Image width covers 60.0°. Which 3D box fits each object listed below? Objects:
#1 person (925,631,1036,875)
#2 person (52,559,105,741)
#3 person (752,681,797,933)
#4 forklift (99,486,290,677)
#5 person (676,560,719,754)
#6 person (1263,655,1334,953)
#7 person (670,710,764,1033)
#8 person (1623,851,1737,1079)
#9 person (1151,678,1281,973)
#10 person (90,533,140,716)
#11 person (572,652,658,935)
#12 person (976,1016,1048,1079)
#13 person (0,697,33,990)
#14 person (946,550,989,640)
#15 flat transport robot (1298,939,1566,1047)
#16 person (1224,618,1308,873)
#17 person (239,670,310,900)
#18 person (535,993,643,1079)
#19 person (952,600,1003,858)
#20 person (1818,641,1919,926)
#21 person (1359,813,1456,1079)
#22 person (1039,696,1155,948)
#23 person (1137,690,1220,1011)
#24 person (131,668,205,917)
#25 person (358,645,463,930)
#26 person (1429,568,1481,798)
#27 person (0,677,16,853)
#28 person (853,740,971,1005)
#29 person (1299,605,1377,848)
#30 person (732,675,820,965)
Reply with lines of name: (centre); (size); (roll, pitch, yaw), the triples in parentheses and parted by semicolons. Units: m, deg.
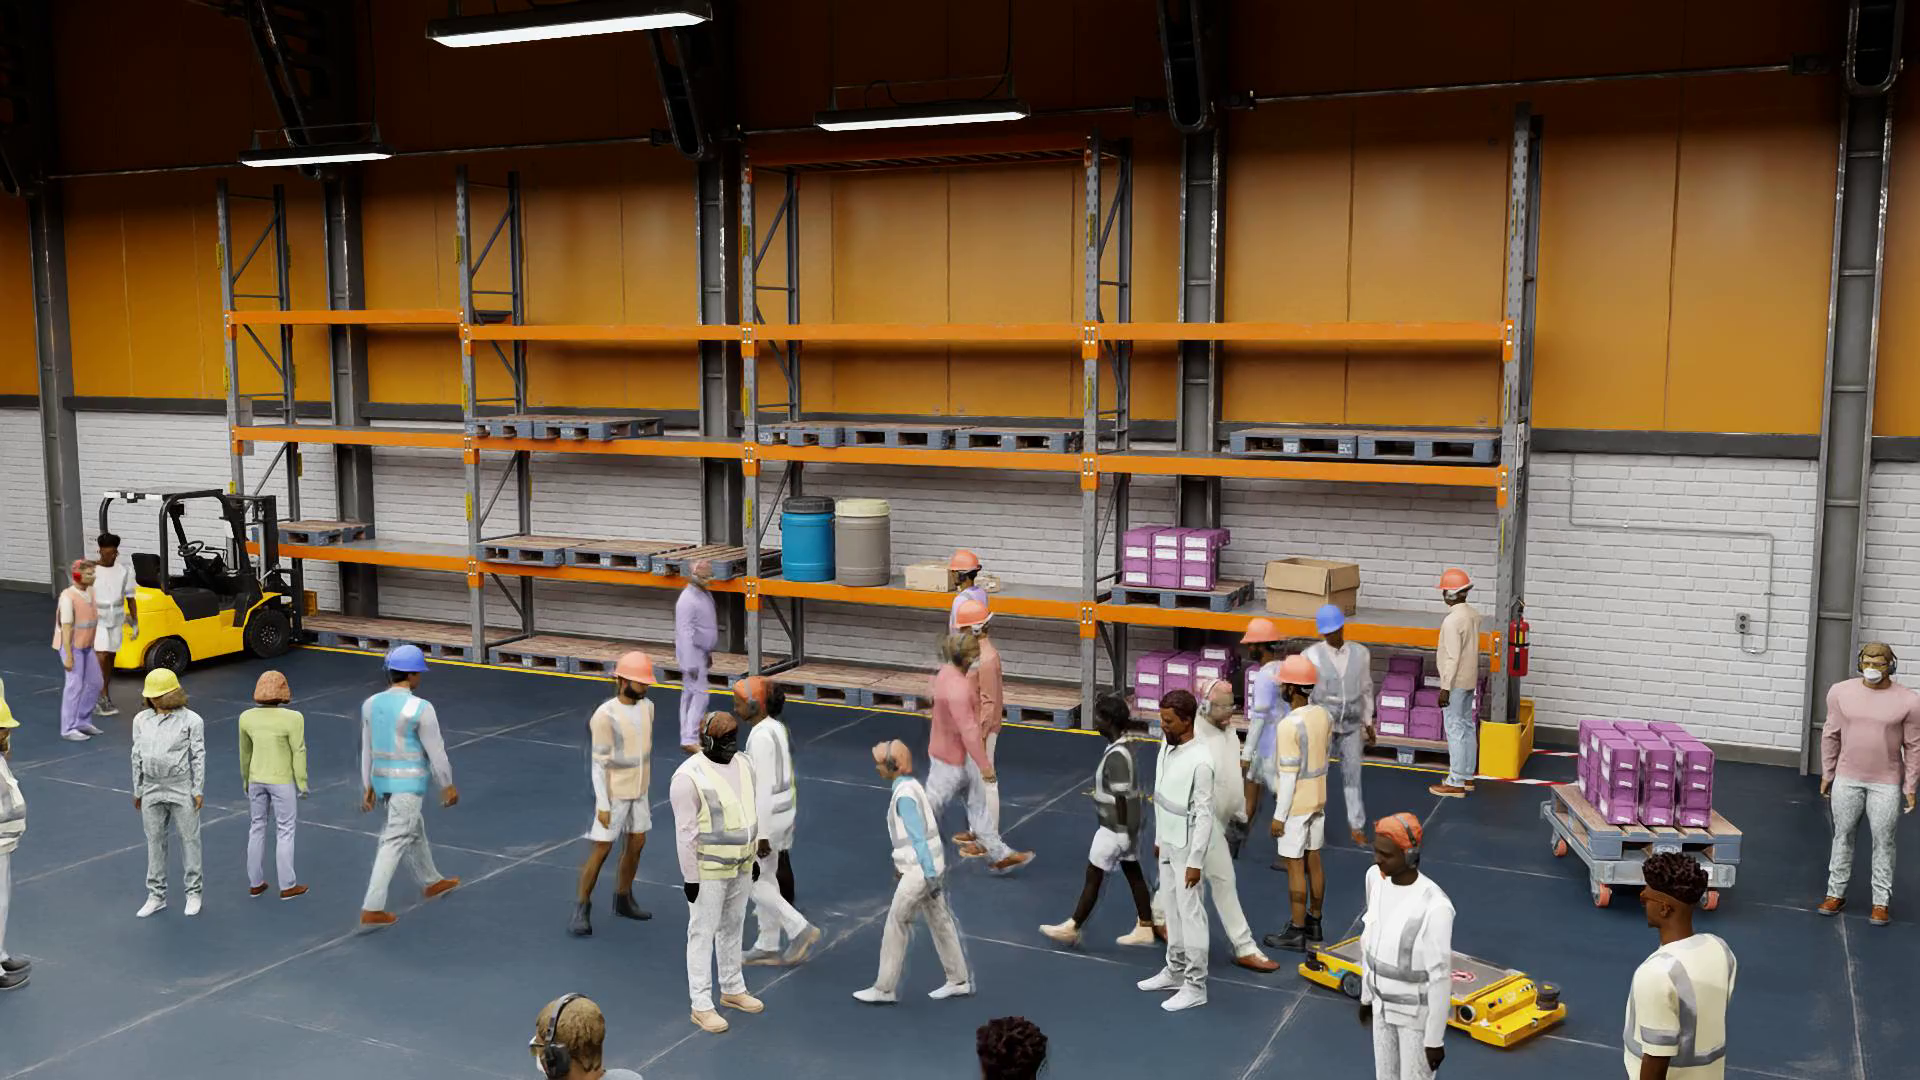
person: (0.045, 1.589, 12.089); (1.066, 1.870, 0.637); (0, 7, -2)
person: (-8.725, 1.093, 16.483); (0.447, 1.816, 0.587); (-1, 7, -6)
person: (-1.265, 1.787, 11.199); (0.319, 1.695, 0.538); (-1, 7, -11)
forklift: (-9.426, 0.454, 20.179); (1.214, 2.155, 2.313); (3, 8, 26)
person: (-2.523, 1.123, 15.956); (0.433, 1.884, 0.663); (1, 7, 5)
person: (2.195, 1.709, 10.853); (0.368, 1.939, 0.542); (6, 9, 41)
person: (-1.387, 1.899, 9.689); (0.429, 1.844, 0.626); (4, 8, 32)
person: (2.832, 2.207, 6.627); (0.612, 1.964, 0.364); (-6, 9, -40)
person: (1.582, 1.783, 10.669); (1.037, 1.857, 0.652); (4, 8, 33)
person: (-8.999, 0.894, 17.626); (0.865, 1.924, 0.634); (5, 9, 38)
person: (-2.331, 1.701, 11.211); (0.562, 1.896, 0.718); (5, 8, 34)
person: (0.132, 2.406, 5.124); (0.628, 1.927, 0.792); (0, 7, 0)
person: (-5.931, 1.854, 10.178); (0.403, 1.817, 0.601); (-4, 8, -28)
person: (0.047, 1.108, 15.392); (0.373, 2.043, 0.615); (3, 7, 20)
flat transport robot: (2.807, 2.642, 9.975); (0.652, 0.197, 1.431); (-6, 9, -40)
person: (2.221, 1.528, 12.492); (0.932, 1.891, 0.569); (3, 7, 21)
person: (-4.913, 1.744, 11.896); (0.507, 1.622, 0.331); (2, 7, 12)
person: (-1.189, 2.389, 5.302); (0.382, 1.928, 0.635); (2, 7, 17)
person: (0.132, 1.445, 12.845); (0.393, 1.985, 0.611); (-1, 7, -6)
person: (6.216, 1.647, 11.368); (0.627, 1.940, 0.372); (6, 9, 39)
person: (2.010, 2.145, 7.557); (0.368, 1.874, 0.578); (-2, 7, -19)
person: (0.909, 1.844, 10.864); (0.822, 1.654, 0.545); (1, 7, 10)
person: (1.333, 1.830, 9.950); (0.392, 1.916, 0.591); (-2, 7, -17)
person: (-5.462, 1.736, 11.469); (0.483, 1.735, 0.311); (0, 7, -3)
person: (-3.815, 1.667, 11.416); (0.610, 1.897, 0.982); (5, 8, 33)
person: (4.321, 1.239, 14.521); (0.399, 1.989, 0.623); (5, 9, 37)
person: (-7.557, 1.567, 12.733); (0.534, 1.767, 0.318); (-2, 7, -13)
person: (-0.303, 1.989, 9.956); (0.795, 1.581, 0.536); (0, 7, 3)
person: (2.954, 1.460, 13.052); (0.659, 1.921, 0.410); (-1, 7, -9)
person: (-1.203, 1.783, 10.526); (0.446, 1.869, 0.624); (0, 7, 1)
